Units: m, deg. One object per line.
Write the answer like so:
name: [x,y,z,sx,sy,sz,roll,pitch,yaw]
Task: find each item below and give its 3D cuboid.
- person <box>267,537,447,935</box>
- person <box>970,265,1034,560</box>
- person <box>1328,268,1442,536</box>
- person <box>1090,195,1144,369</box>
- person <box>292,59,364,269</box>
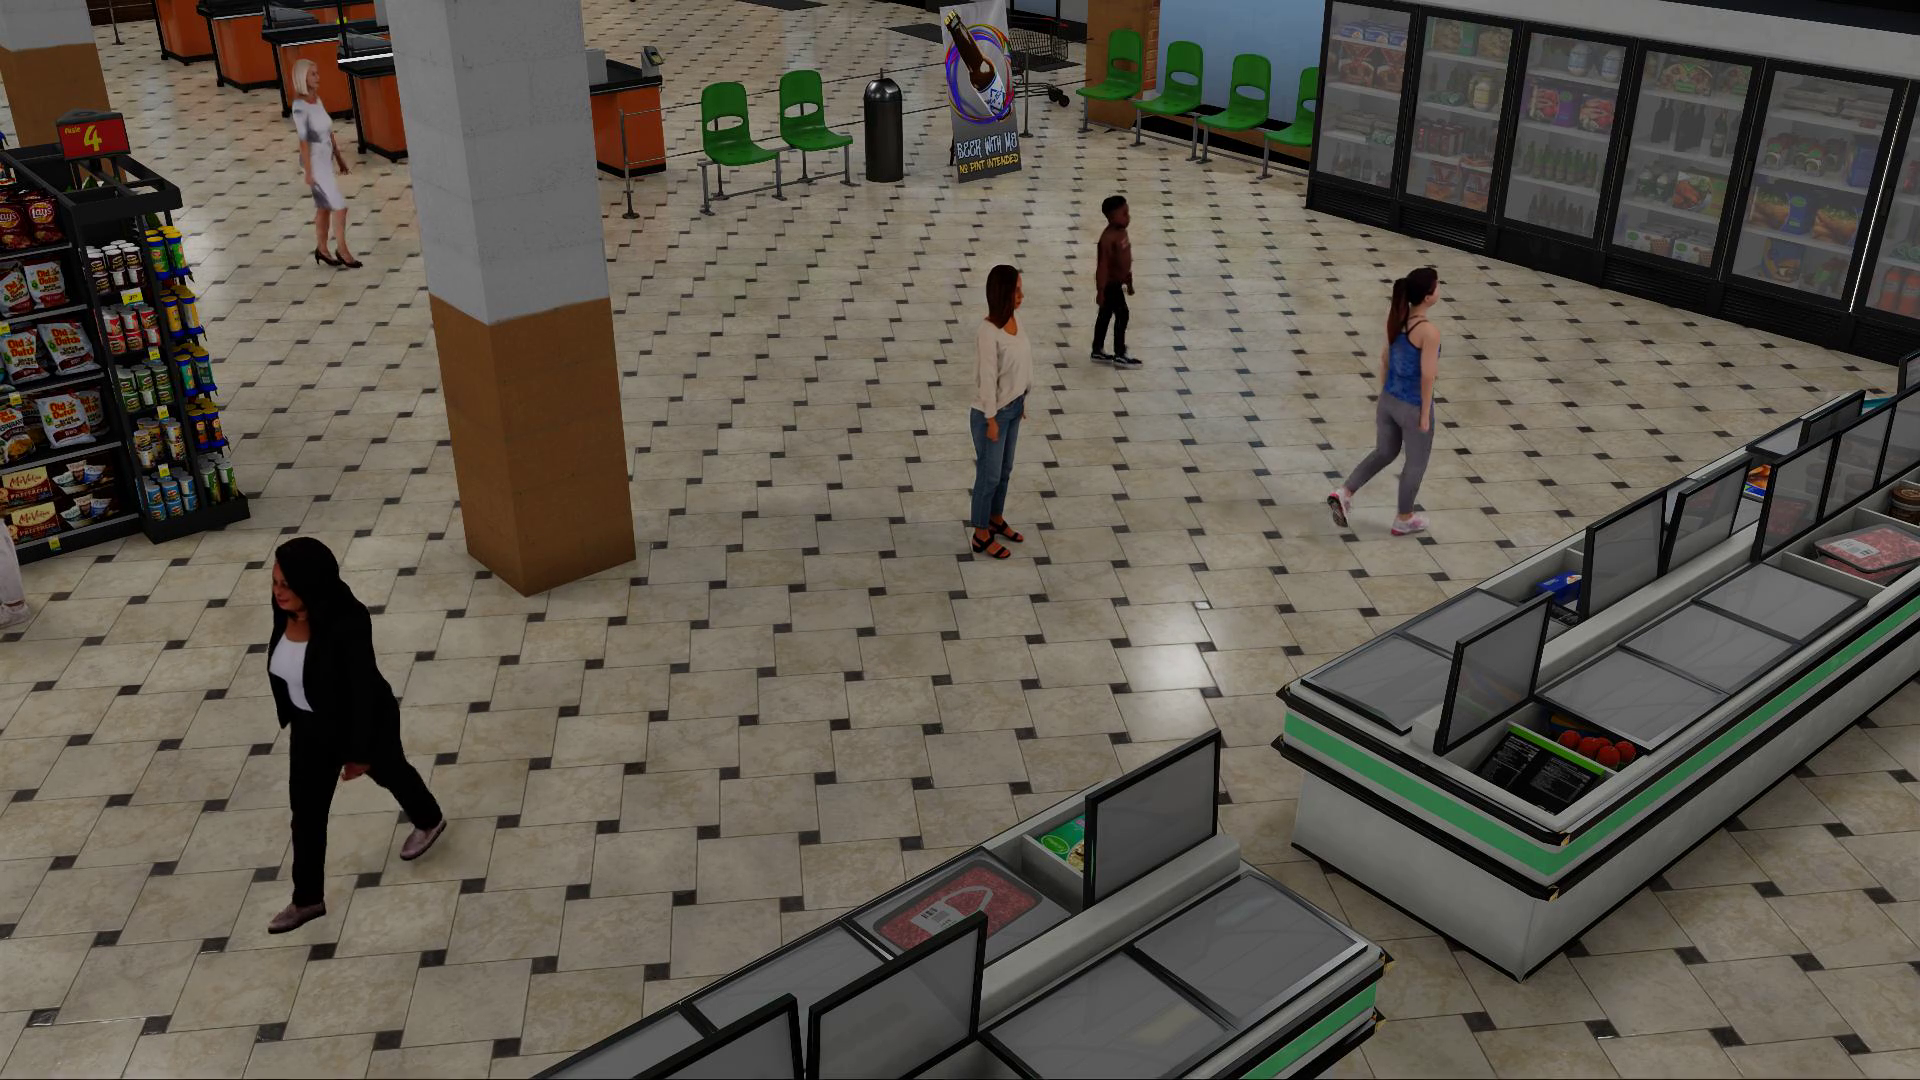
person: [-2.359,0.695,6.542,0.987,1.574,1.200,10,29,19]
person: [0.201,-0.712,9.203,0.742,1.677,0.612,13,30,25]
person: [2.440,-0.735,9.340,0.957,1.595,0.688,-13,30,-23]
person: [1.033,-1.860,11.944,0.733,1.245,0.688,11,29,20]
person: [-5.427,-3.123,13.891,0.804,1.736,0.741,-2,27,-3]
